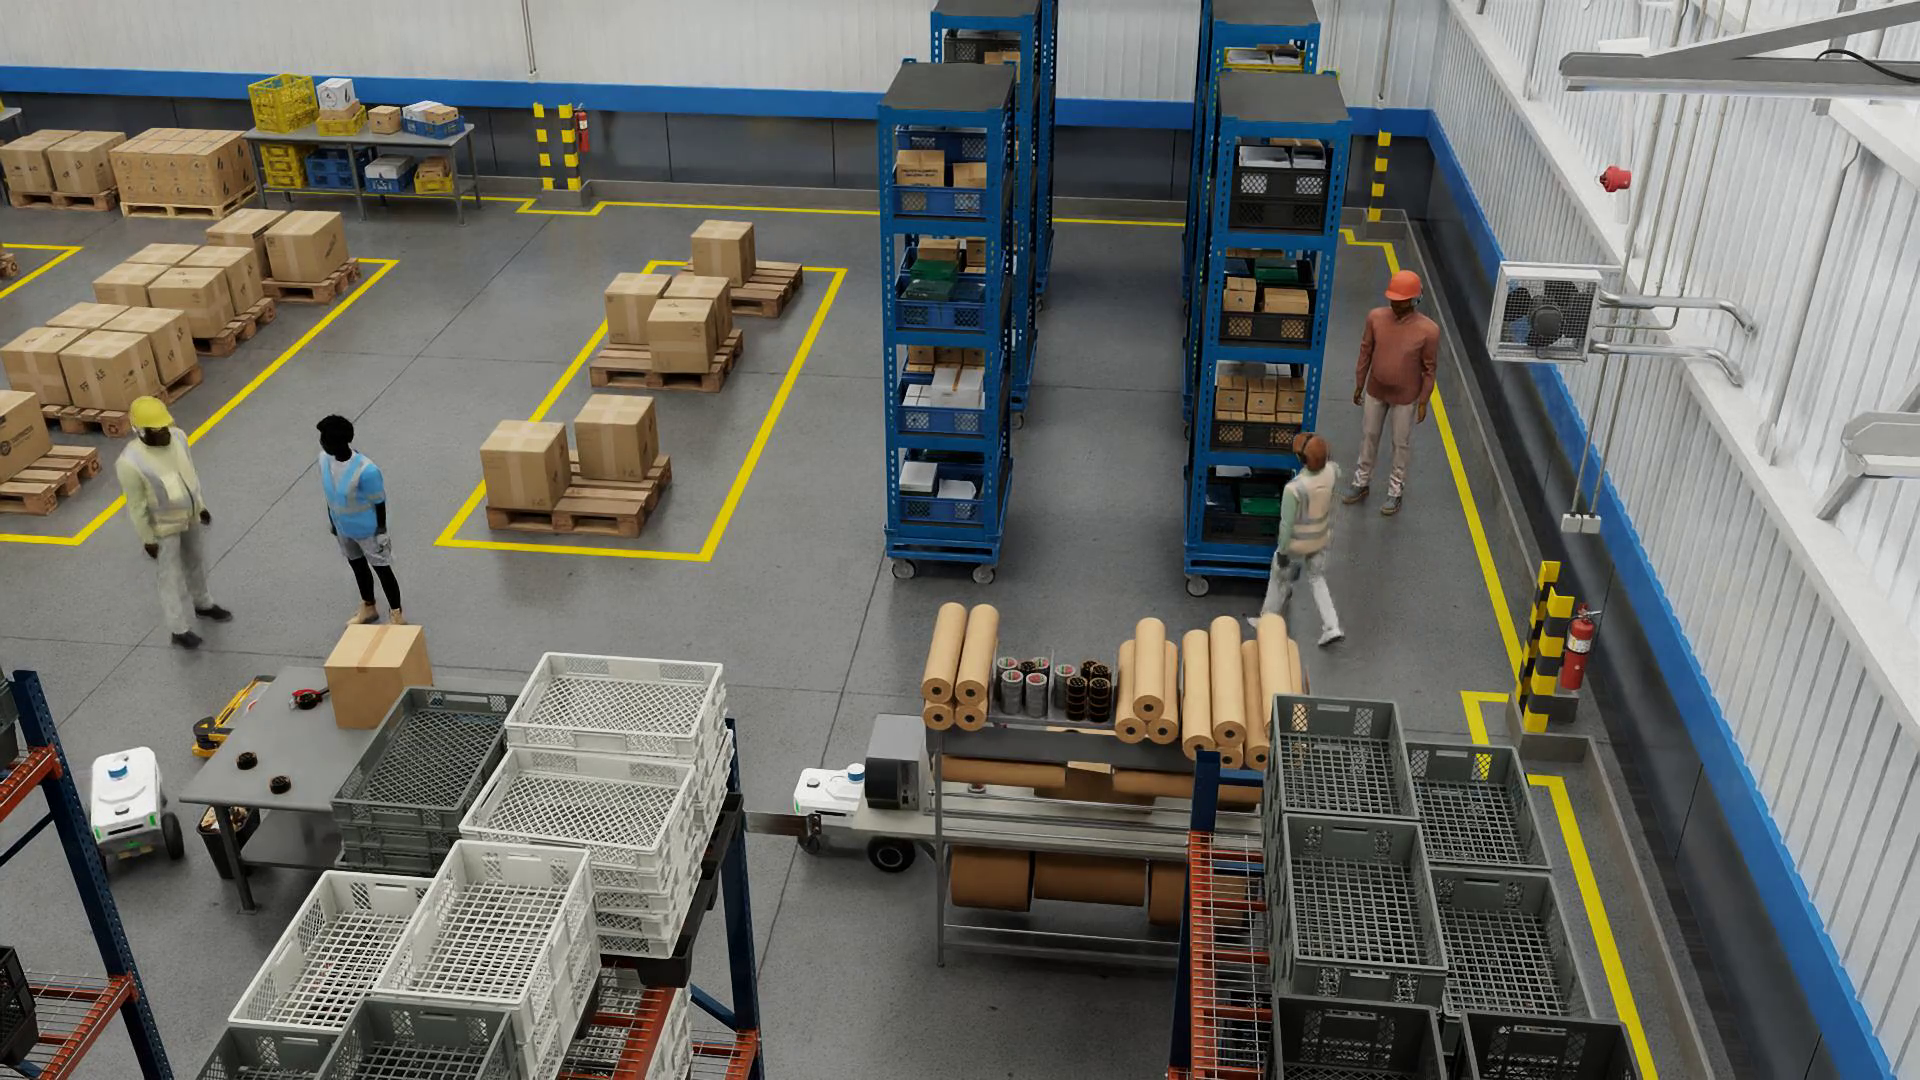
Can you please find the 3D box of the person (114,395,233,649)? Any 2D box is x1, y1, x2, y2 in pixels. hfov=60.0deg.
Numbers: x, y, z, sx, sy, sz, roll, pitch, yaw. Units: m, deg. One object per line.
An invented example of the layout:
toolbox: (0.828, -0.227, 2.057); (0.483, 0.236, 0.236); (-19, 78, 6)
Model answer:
person: (-5.380, -0.156, 11.376); (0.403, 1.830, 0.597); (9, 31, 15)

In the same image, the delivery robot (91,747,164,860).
delivery robot: (-4.858, 1.503, 9.695); (0.477, 0.478, 0.707); (-12, 32, -20)

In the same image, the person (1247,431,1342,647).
person: (2.348, 0.003, 11.309); (0.528, 1.616, 0.668); (-18, 35, -28)

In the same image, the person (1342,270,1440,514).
person: (3.351, -1.152, 12.923); (0.625, 1.992, 0.389); (21, 36, 31)

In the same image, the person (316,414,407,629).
person: (-4.124, -0.095, 11.398); (0.540, 1.697, 0.317); (15, 33, 24)

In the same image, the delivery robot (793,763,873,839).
delivery robot: (-0.599, 1.519, 9.667); (0.707, 0.478, 0.477); (4, 31, 7)
